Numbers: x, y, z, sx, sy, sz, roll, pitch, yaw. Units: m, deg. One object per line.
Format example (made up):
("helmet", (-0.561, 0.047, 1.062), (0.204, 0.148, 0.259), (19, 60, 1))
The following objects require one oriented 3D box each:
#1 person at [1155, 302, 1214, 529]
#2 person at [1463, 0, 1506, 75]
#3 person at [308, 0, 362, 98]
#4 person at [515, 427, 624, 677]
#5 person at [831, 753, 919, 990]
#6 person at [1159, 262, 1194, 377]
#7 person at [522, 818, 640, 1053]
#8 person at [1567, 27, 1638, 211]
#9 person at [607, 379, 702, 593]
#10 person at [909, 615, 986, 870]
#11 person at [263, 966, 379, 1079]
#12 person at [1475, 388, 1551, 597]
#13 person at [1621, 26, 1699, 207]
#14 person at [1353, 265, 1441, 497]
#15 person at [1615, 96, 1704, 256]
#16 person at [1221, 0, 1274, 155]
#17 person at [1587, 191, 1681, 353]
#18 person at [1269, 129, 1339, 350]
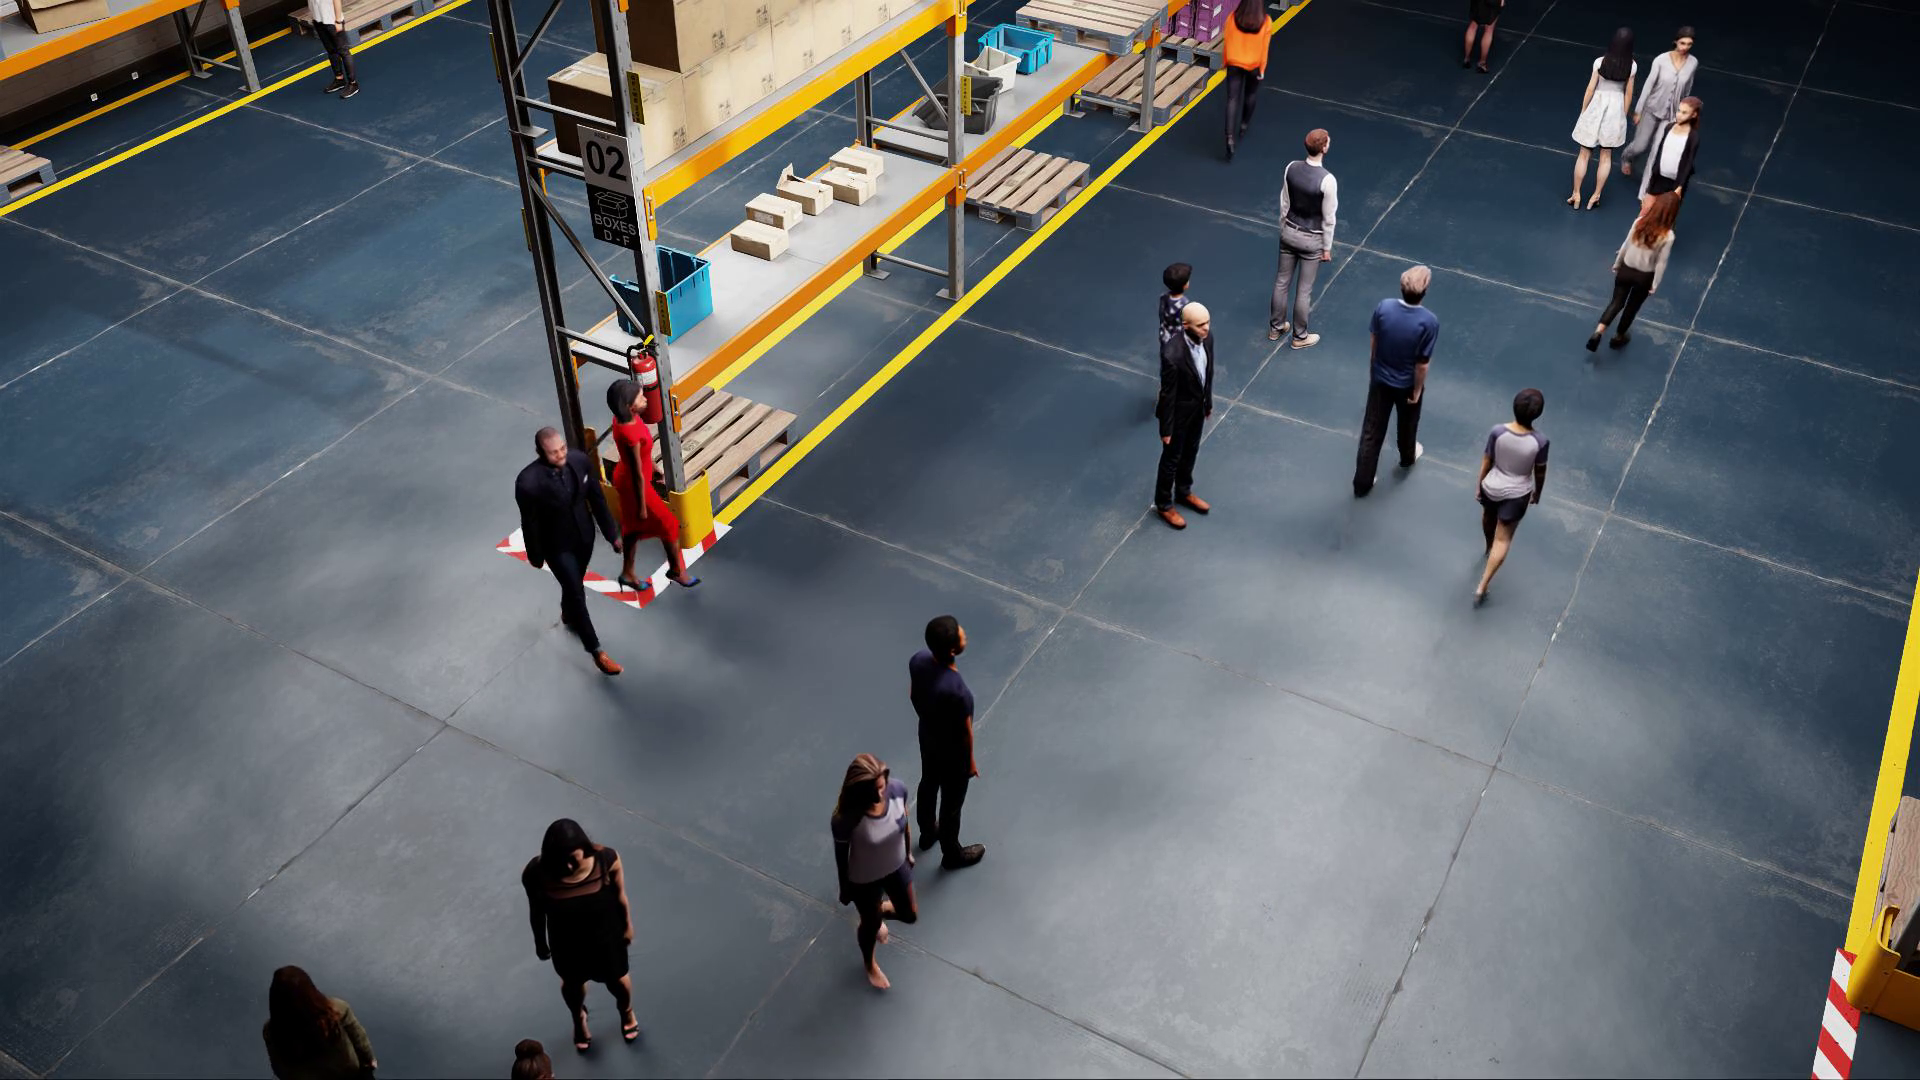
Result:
("person", (1.604, -0.933, 11.919), (0.634, 1.802, 0.806), (-32, 48, -33))
("person", (5.819, -6.003, 18.344), (0.605, 1.706, 0.646), (-29, 47, -31))
("person", (-6.798, -5.650, 17.889), (0.633, 1.722, 0.545), (23, 44, 26))
("person", (-2.600, -0.027, 10.802), (0.874, 1.780, 1.040), (28, 46, 30))
("person", (-0.484, 1.669, 8.730), (0.744, 1.714, 0.810), (-23, 44, -26))
("person", (1.679, -1.617, 13.219), (0.579, 1.247, 0.562), (-29, 47, -32))
("person", (-1.881, 1.979, 8.344), (0.752, 1.713, 0.805), (-8, 39, -10))
("person", (6.094, -3.990, 15.770), (0.713, 1.773, 0.715), (10, 40, 12))
("person", (-2.262, -0.319, 11.210), (0.895, 1.727, 0.811), (-15, 41, -18))
("person", (-0.098, 1.134, 9.337), (0.667, 1.793, 0.713), (-26, 45, -29))
("person", (-2.967, 2.544, 7.829), (0.737, 1.473, 0.801), (-12, 40, -15))
("person", (3.723, -0.311, 11.360), (0.575, 1.527, 1.024), (19, 42, 22))
("person", (6.709, -4.133, 15.971), (0.845, 1.744, 1.084), (5, 39, 7))
("person", (3.126, -1.111, 12.107), (0.673, 1.844, 0.988), (20, 43, 24))
("person", (6.499, -3.292, 15.098), (1.104, 1.521, 0.796), (-28, 46, -30))
("person", (2.840, -4.708, 16.717), (0.833, 1.712, 1.151), (9, 39, 11))
("person", (5.555, -2.166, 13.733), (0.733, 1.464, 0.906), (30, 47, 32))
("person", (2.842, -2.509, 13.782), (0.719, 1.938, 0.649), (32, 48, 33))
